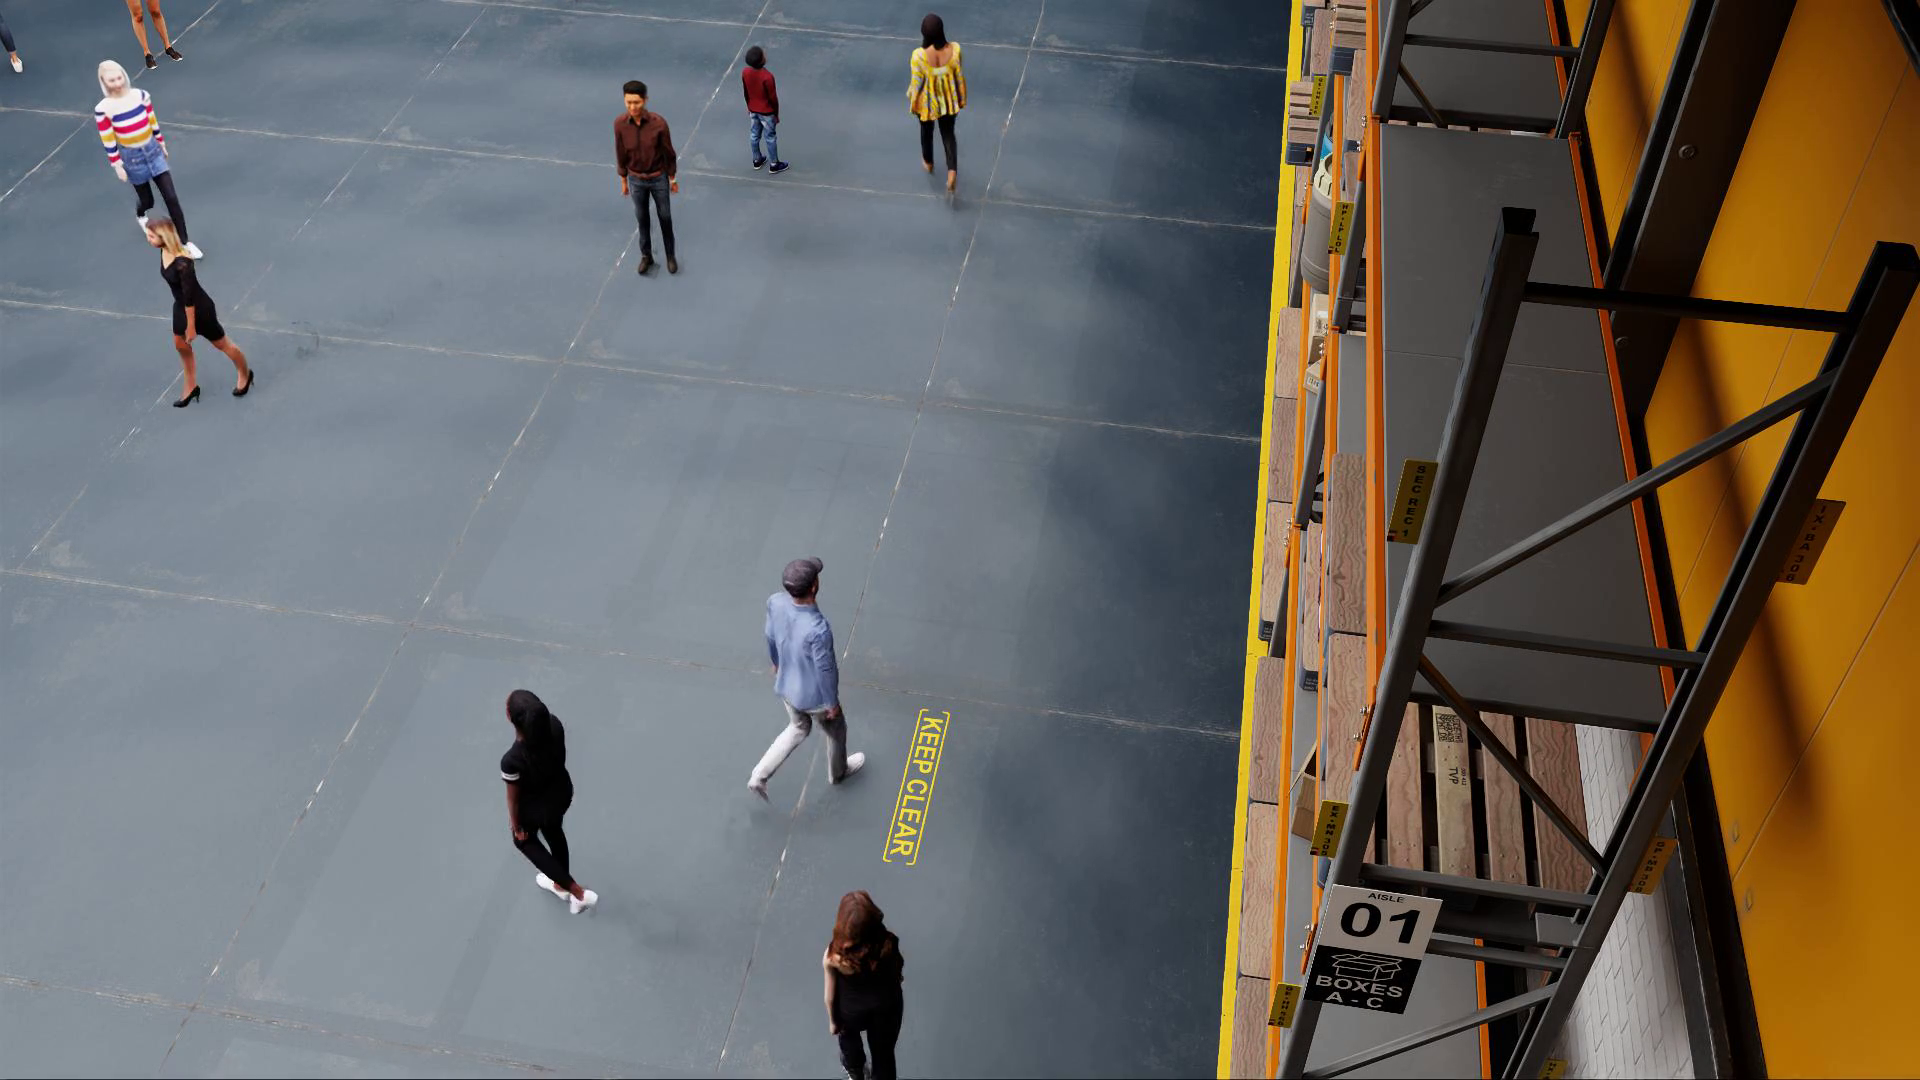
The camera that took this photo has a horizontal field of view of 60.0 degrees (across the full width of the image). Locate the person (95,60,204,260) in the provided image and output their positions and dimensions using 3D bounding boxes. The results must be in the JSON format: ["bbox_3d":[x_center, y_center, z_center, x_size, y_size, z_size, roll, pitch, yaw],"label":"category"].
[{"bbox_3d":[-7.023,-3.272,14.206,1.084,1.784,1.141,32,52,29],"label":"person"}]

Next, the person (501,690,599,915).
[{"bbox_3d":[-2.250,1.490,9.257,0.829,1.716,0.819,21,47,20],"label":"person"}]

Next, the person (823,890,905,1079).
[{"bbox_3d":[-0.441,2.397,8.297,0.741,1.726,0.831,-9,44,-9],"label":"person"}]

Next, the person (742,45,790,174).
[{"bbox_3d":[-1.827,-3.979,15.333,0.570,1.254,0.590,22,48,21],"label":"person"}]

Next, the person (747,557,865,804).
[{"bbox_3d":[-0.965,0.890,9.781,1.151,1.862,1.035,-32,52,-29],"label":"person"}]

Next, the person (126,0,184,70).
[{"bbox_3d":[-8.299,-5.698,16.708,0.664,1.845,0.746,-30,51,-28],"label":"person"}]

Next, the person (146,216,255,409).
[{"bbox_3d":[-5.758,-1.771,12.726,0.844,1.652,0.960,32,52,29],"label":"person"}]

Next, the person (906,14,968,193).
[{"bbox_3d":[-0.182,-3.909,14.985,0.940,1.633,1.123,-10,44,-10],"label":"person"}]

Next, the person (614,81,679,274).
[{"bbox_3d":[-2.619,-3.047,13.973,0.674,1.780,0.564,0,44,0],"label":"person"}]
